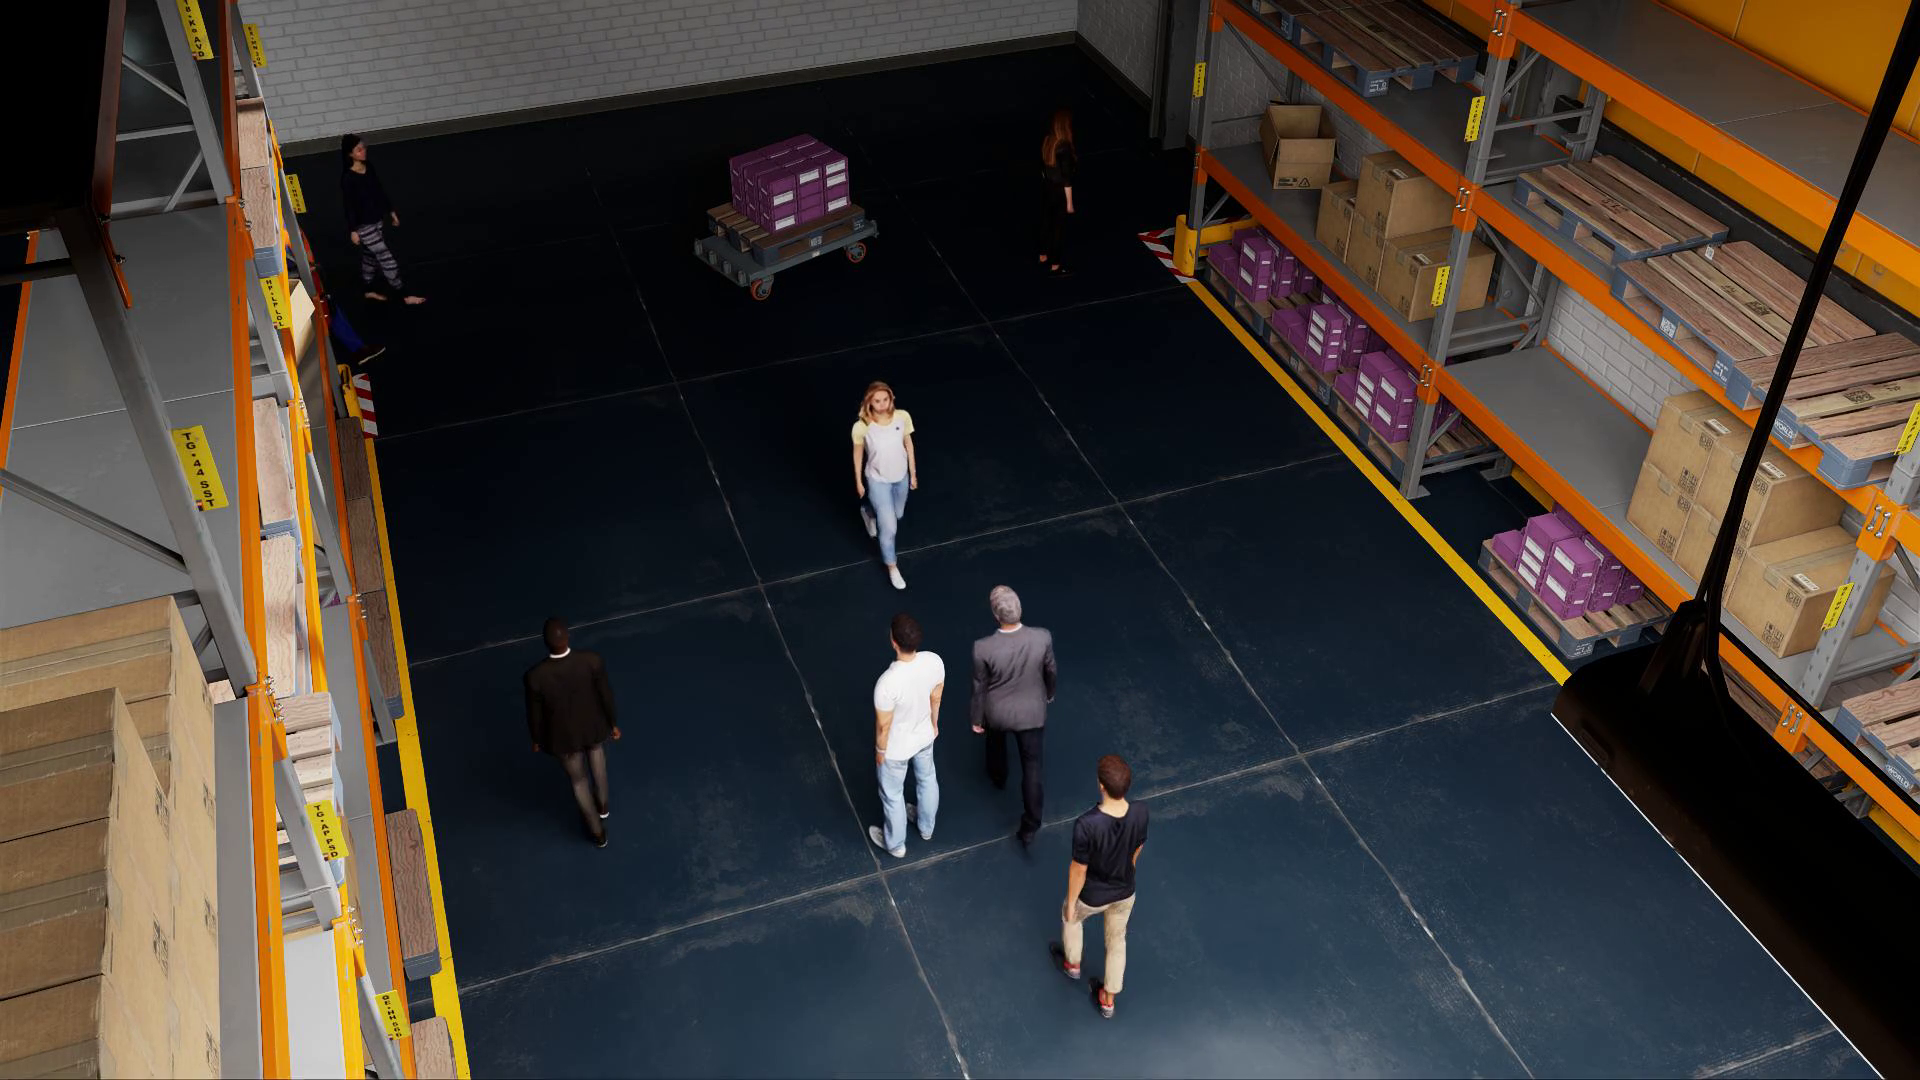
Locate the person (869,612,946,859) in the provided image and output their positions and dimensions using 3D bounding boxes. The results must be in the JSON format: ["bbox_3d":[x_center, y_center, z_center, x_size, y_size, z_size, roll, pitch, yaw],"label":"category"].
[{"bbox_3d":[-0.326,1.199,10.165,0.748,1.864,0.710,-28,46,-31],"label":"person"}]

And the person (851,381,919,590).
[{"bbox_3d":[-0.582,-0.494,12.415,0.725,1.703,1.068,-18,42,-21],"label":"person"}]

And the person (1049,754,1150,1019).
[{"bbox_3d":[0.838,1.990,9.201,0.686,1.831,0.803,-14,41,-17],"label":"person"}]

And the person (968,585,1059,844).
[{"bbox_3d":[0.355,1.100,10.339,0.935,1.801,1.230,-5,39,-6],"label":"person"}]

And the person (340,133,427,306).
[{"bbox_3d":[-5.601,-2.983,15.526,0.986,1.709,0.984,9,39,11],"label":"person"}]

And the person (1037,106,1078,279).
[{"bbox_3d":[0.912,-3.349,15.986,0.696,1.706,0.512,-20,43,-23],"label":"person"}]

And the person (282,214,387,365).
[{"bbox_3d":[-5.859,-2.201,14.469,0.991,1.805,1.253,-2,39,-3],"label":"person"}]

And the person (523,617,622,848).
[{"bbox_3d":[-2.319,1.229,10.186,0.727,1.791,0.743,-18,42,-21],"label":"person"}]
